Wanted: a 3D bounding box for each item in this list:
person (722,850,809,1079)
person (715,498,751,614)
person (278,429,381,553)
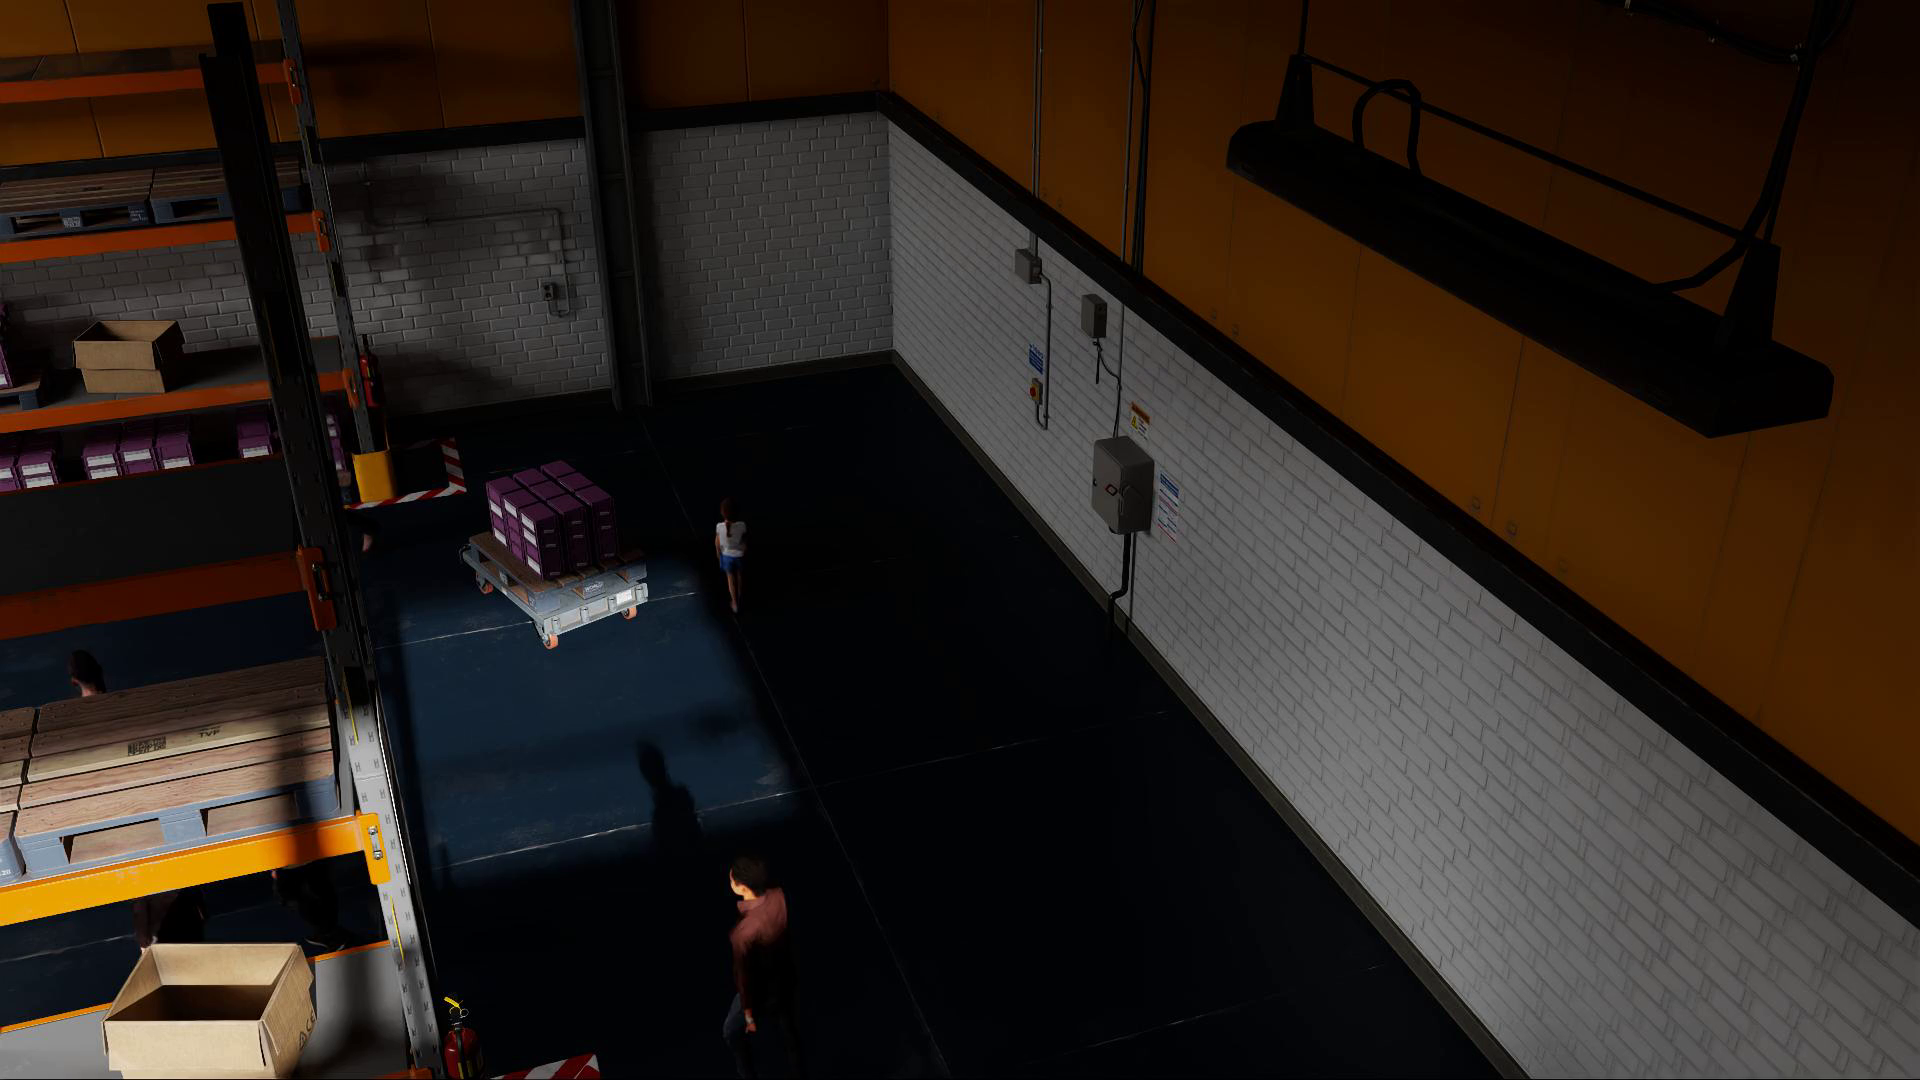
[{"bbox_3d":[-0.950,2.411,8.875,0.909,1.760,0.847,15,32,26],"label":"person"},{"bbox_3d":[-1.888,0.140,13.827,0.605,1.006,0.554,-5,29,-9],"label":"person"},{"bbox_3d":[-5.561,-0.608,14.348,1.235,1.821,0.943,-22,36,-35],"label":"person"}]
